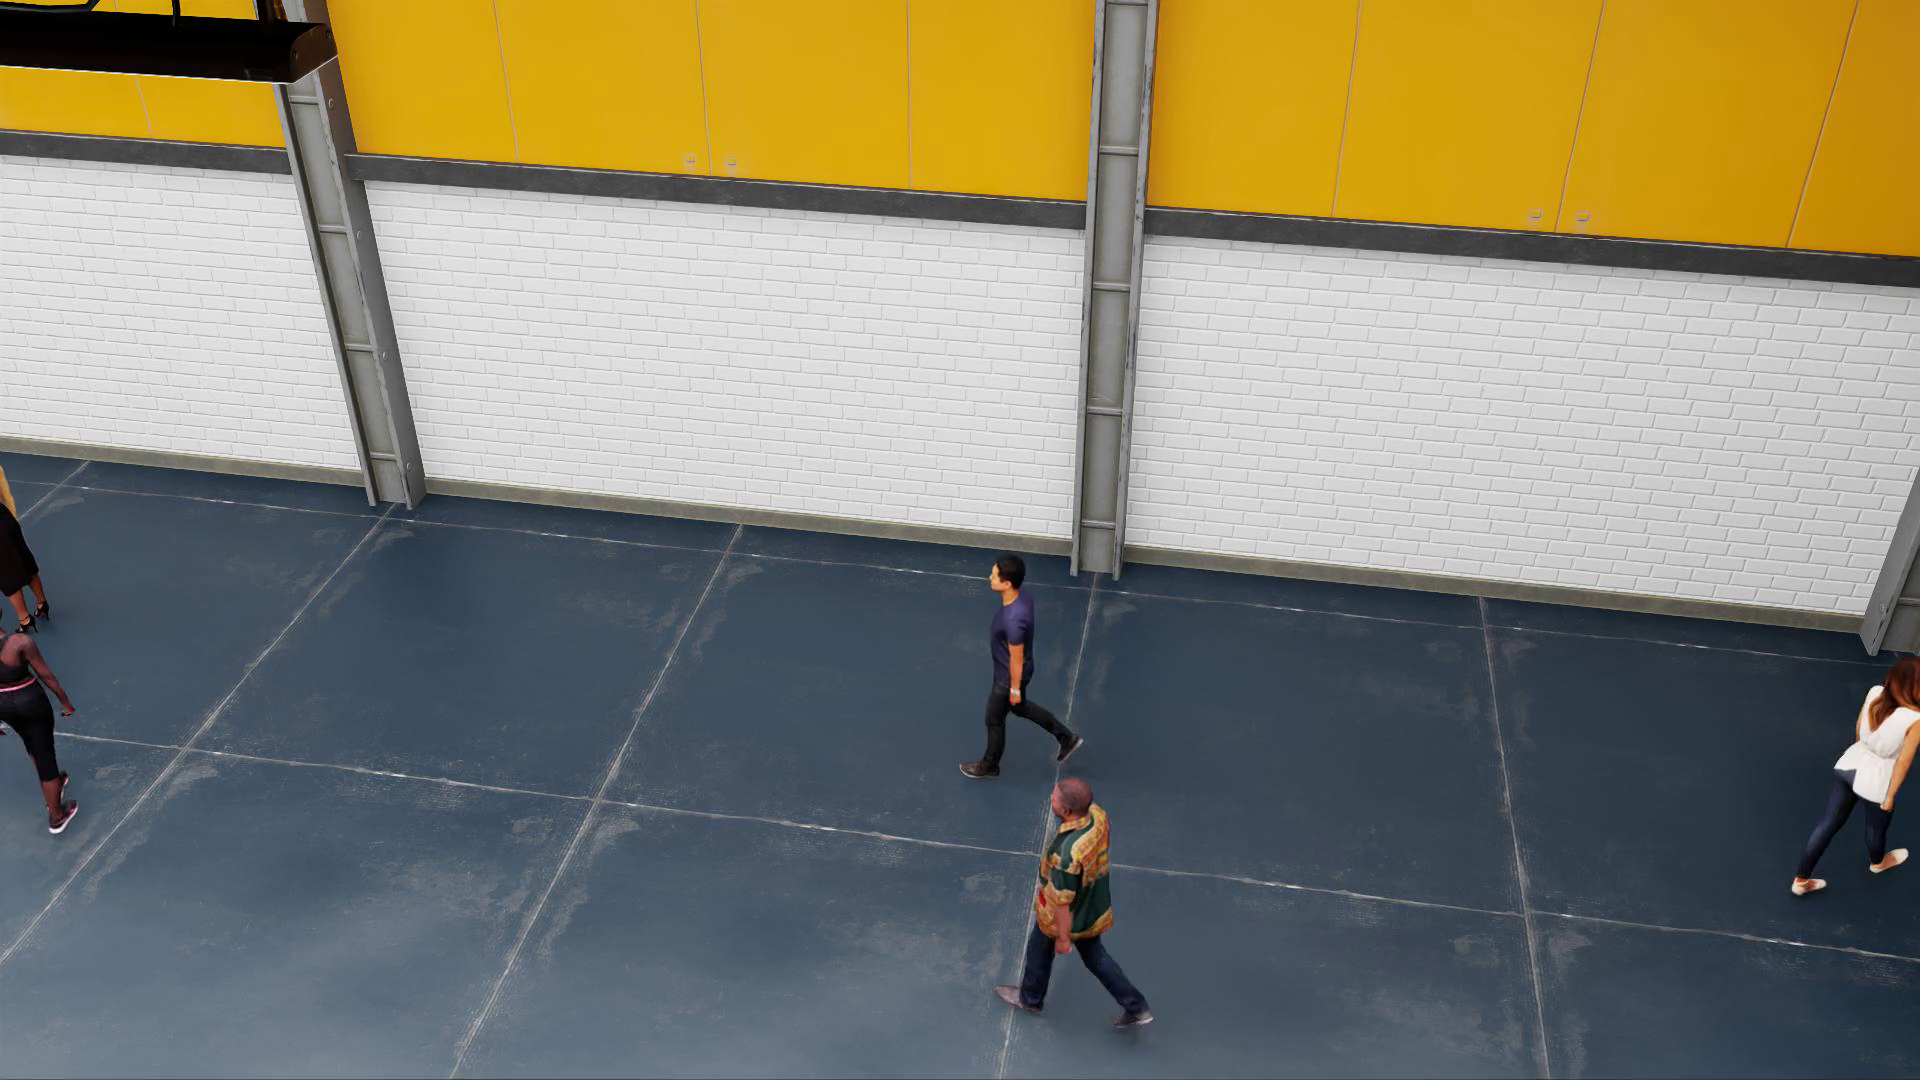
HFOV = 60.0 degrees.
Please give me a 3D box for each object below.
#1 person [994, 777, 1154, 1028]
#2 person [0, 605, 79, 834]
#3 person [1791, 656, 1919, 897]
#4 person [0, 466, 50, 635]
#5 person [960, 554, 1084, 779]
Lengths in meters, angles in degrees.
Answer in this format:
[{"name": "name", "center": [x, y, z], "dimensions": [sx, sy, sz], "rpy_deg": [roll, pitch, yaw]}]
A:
[{"name": "person", "center": [0.691, 2.026, 9.042], "dimensions": [1.248, 1.782, 0.905], "rpy_deg": [15, 37, 22]}, {"name": "person", "center": [-5.909, 1.130, 10.427], "dimensions": [0.808, 1.741, 0.794], "rpy_deg": [-4, 34, -5]}, {"name": "person", "center": [5.333, 1.456, 9.927], "dimensions": [1.140, 1.752, 0.967], "rpy_deg": [-12, 35, -17]}, {"name": "person", "center": [-7.089, -0.039, 12.265], "dimensions": [0.536, 1.653, 0.582], "rpy_deg": [7, 34, 11]}, {"name": "person", "center": [0.428, 0.855, 10.815], "dimensions": [1.078, 1.769, 0.719], "rpy_deg": [2, 34, 3]}]
